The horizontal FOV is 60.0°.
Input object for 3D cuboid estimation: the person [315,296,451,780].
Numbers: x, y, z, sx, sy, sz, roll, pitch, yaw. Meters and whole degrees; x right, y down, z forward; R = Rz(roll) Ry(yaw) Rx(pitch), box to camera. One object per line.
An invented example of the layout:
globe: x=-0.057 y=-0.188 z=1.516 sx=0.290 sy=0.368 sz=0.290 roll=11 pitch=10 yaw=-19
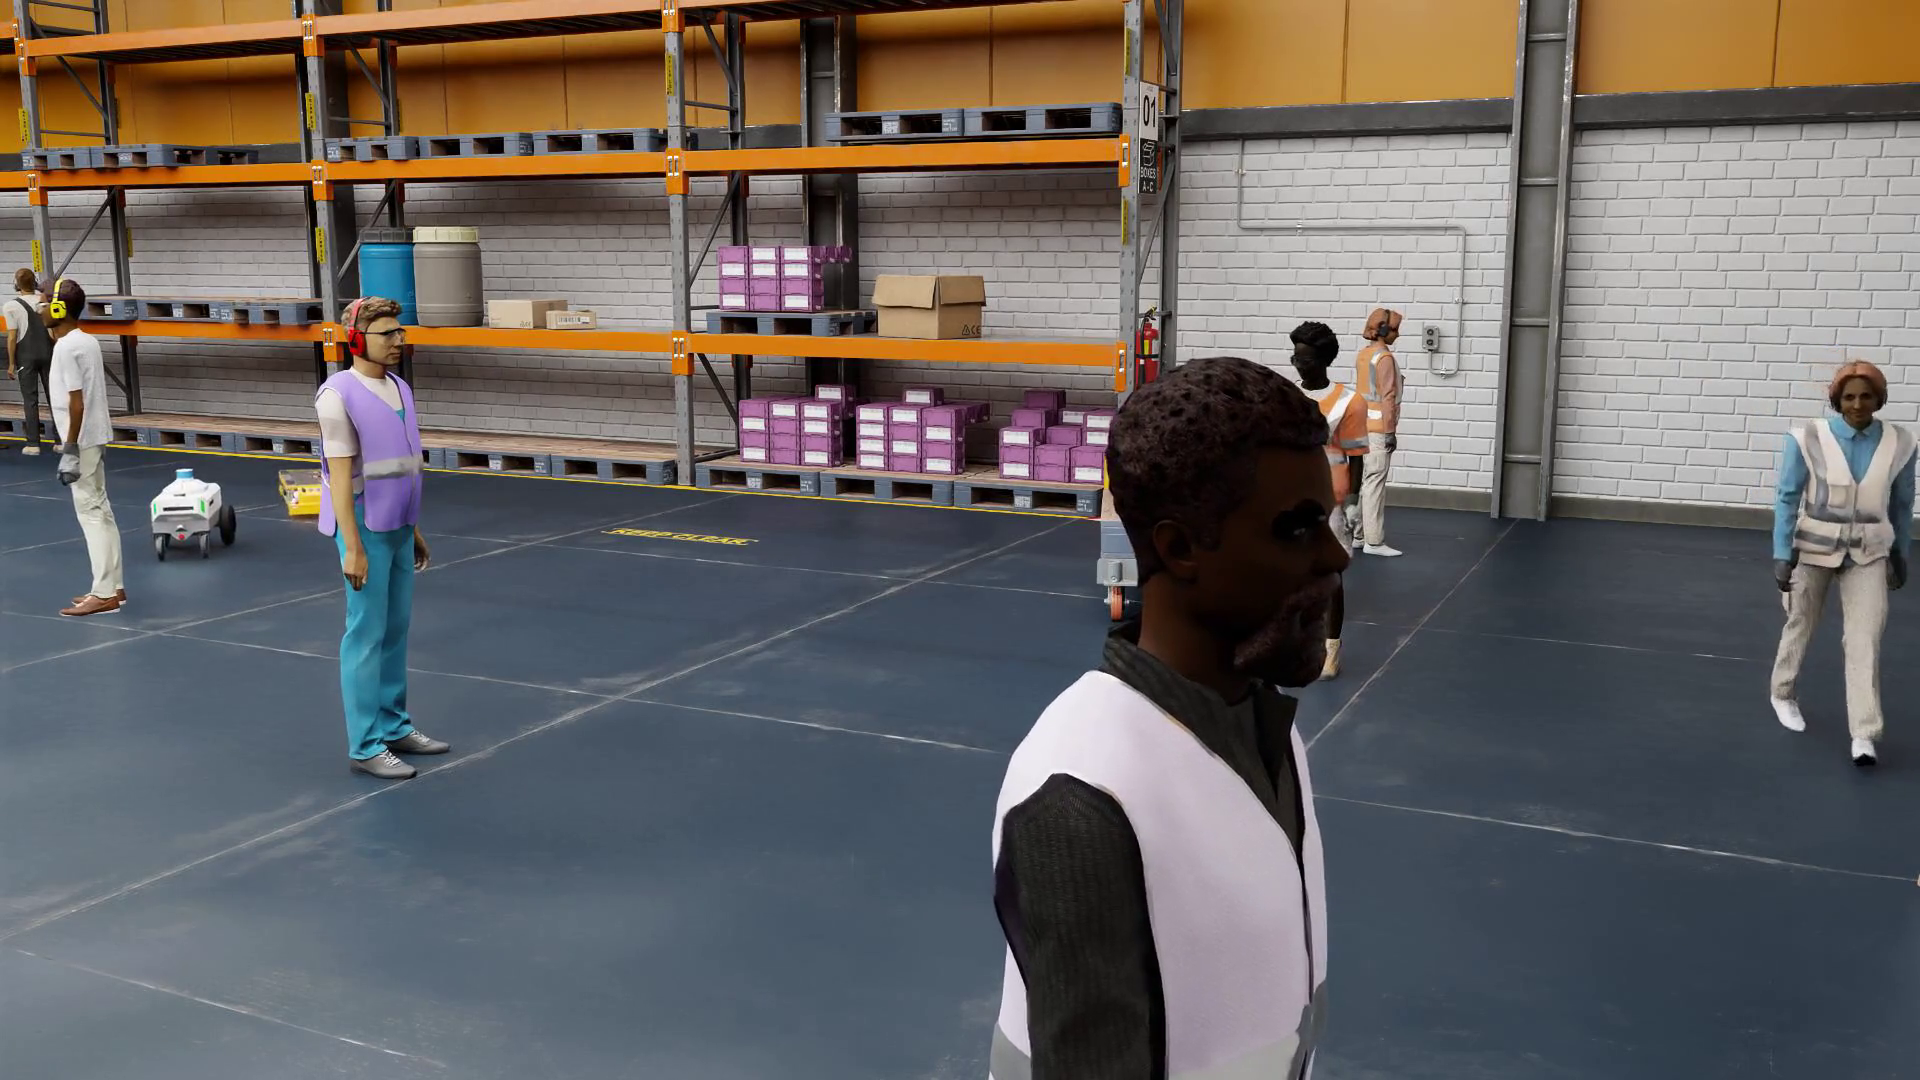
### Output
person: x=-2.263 y=-0.015 z=6.451 sx=0.389 sy=1.847 sz=0.566 roll=1 pitch=10 yaw=6

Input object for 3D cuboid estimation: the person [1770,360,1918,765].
person: x=3.541 y=0.071 z=6.694 sx=0.551 sy=1.593 sz=0.885 roll=2 pitch=10 yaw=13

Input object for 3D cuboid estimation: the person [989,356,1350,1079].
person: x=0.210 y=0.766 z=1.778 sx=0.398 sy=1.920 sz=0.588 roll=4 pitch=11 yaw=22

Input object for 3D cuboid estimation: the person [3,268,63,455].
person: x=-9.139 y=-1.755 z=16.441 sx=0.344 sy=1.839 sz=0.504 roll=10 pitch=14 yaw=43

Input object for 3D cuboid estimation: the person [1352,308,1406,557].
person: x=2.764 y=-0.715 z=11.053 sx=0.310 sy=1.640 sz=0.514 roll=-1 pitch=10 yaw=-8

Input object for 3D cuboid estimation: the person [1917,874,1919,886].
person: x=3.177 y=0.239 z=5.011 sx=0.429 sy=1.845 sz=0.627 roll=1 pitch=10 yaw=7

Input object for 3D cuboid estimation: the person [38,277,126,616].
person: x=-4.887 y=-0.511 z=9.226 sx=0.330 sy=1.872 sz=0.512 roll=-2 pitch=10 yaw=-13

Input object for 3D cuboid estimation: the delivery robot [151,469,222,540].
delivery robot: x=-5.167 y=-0.232 z=11.122 sx=0.477 sy=0.478 sz=0.707 roll=-3 pitch=10 yaw=-16

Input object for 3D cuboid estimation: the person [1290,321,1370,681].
person: x=1.655 y=-0.183 z=7.856 sx=0.533 sy=1.692 sz=0.322 roll=8 pitch=13 yaw=37

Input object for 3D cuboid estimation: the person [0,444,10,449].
person: x=-9.969 y=-1.865 z=16.868 sx=0.404 sy=1.911 sz=0.636 roll=-9 pitch=13 yaw=-42

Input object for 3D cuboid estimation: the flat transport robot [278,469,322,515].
flat transport robot: x=-5.018 y=-0.406 z=13.198 sx=0.652 sy=0.197 sz=1.431 roll=-5 pitch=11 yaw=-25
